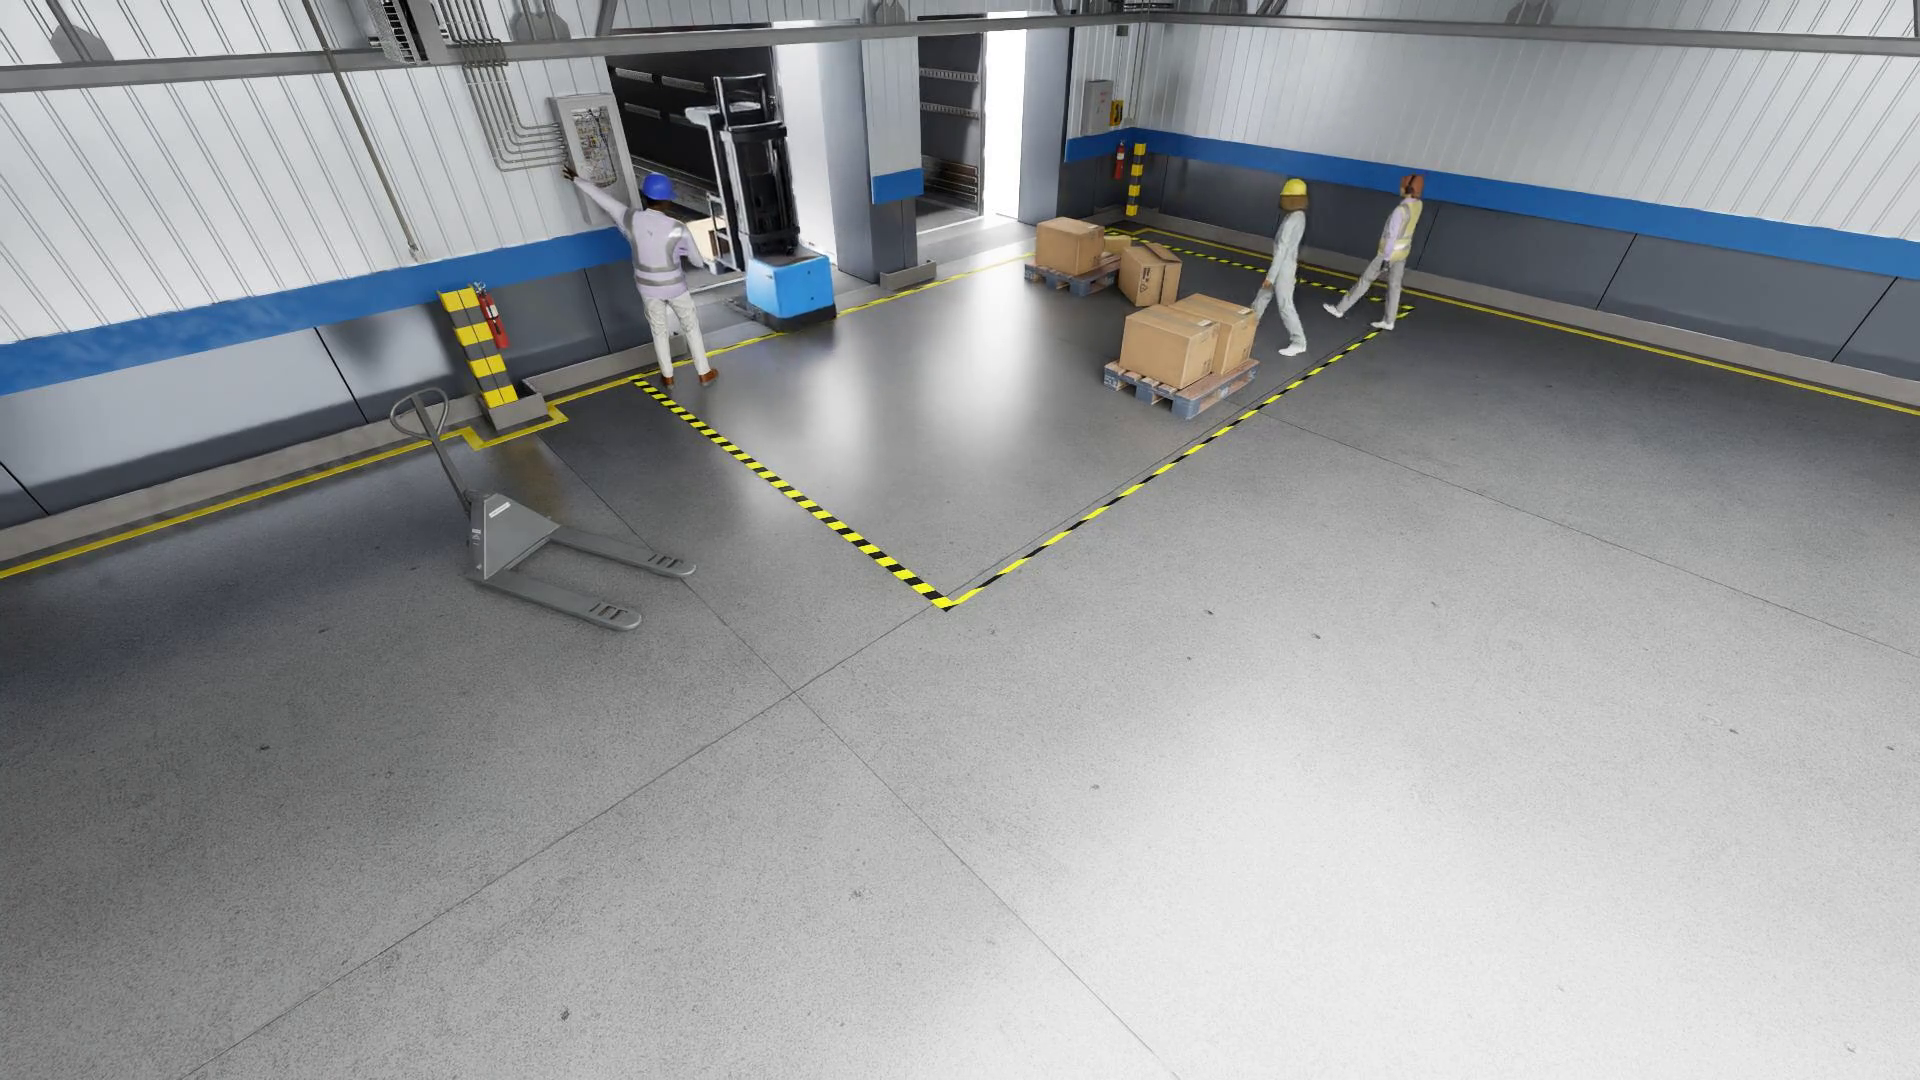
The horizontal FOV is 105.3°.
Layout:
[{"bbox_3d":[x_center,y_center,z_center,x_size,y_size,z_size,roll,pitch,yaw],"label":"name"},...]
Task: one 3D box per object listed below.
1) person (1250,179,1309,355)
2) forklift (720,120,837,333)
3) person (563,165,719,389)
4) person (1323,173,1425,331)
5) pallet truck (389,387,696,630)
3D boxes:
[{"bbox_3d":[3.252,-2.721,7.425,0.896,1.682,0.509,17,41,20],"label":"person"},{"bbox_3d":[-1.978,-3.383,7.994,0.716,2.013,0.776,-30,47,-33],"label":"forklift"},{"bbox_3d":[-2.909,-2.399,6.833,1.112,1.909,0.683,-4,38,-5],"label":"person"},{"bbox_3d":[4.640,-3.172,8.073,0.524,1.607,0.785,-24,44,-27],"label":"person"},{"bbox_3d":[-2.613,-0.247,4.593,1.601,1.201,0.680,14,40,17],"label":"pallet truck"}]
